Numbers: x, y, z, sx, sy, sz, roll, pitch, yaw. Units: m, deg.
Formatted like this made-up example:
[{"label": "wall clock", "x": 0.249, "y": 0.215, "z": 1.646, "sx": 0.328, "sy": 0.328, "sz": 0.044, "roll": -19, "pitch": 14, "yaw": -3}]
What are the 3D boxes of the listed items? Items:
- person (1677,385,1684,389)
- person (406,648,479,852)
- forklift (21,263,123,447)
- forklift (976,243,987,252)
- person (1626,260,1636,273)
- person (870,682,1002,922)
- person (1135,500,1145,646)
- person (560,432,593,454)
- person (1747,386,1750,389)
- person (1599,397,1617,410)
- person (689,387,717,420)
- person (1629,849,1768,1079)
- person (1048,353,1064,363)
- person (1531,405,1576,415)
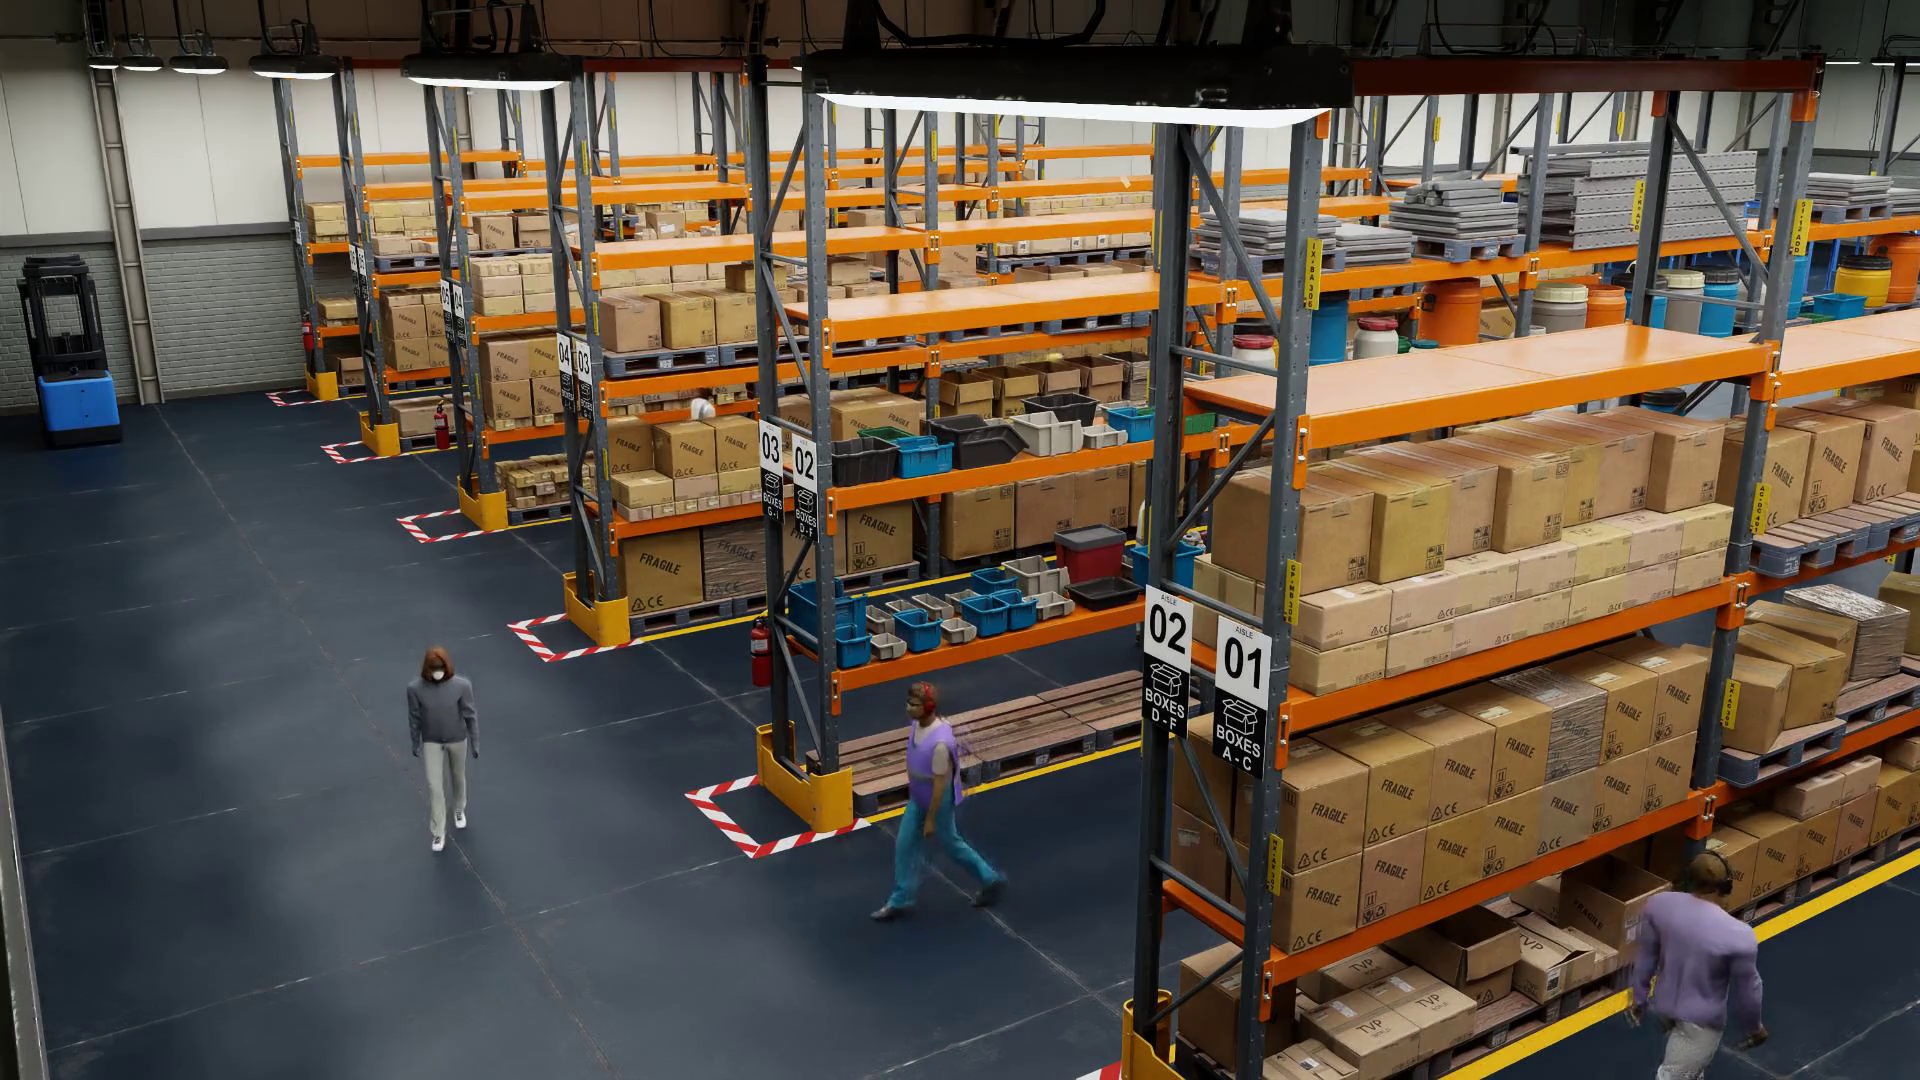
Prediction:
[{"label": "person", "x": 12.114, "y": -2.967, "z": 26.762, "sx": 0.611, "sy": 1.995, "sz": 0.380, "roll": 16, "pitch": 23, "yaw": 42}, {"label": "person", "x": -4.042, "y": 1.619, "z": 12.391, "sx": 0.519, "sy": 1.593, "sz": 0.804, "roll": -5, "pitch": 18, "yaw": -15}, {"label": "forklift", "x": -14.518, "y": -3.079, "z": 25.708, "sx": 1.129, "sy": 2.768, "sz": 1.873, "roll": -10, "pitch": 20, "yaw": -31}, {"label": "forklift", "x": 0.988, "y": -5.474, "z": 34.718, "sx": 1.214, "sy": 2.155, "sz": 2.313, "roll": -10, "pitch": 20, "yaw": -31}, {"label": "person", "x": 15.450, "y": -5.787, "z": 36.269, "sx": 0.429, "sy": 1.844, "sz": 0.624, "roll": 11, "pitch": 20, "yaw": 31}, {"label": "person", "x": -0.152, "y": 1.847, "z": 11.314, "sx": 0.953, "sy": 1.802, "sz": 0.563, "roll": -9, "pitch": 19, "yaw": -27}, {"label": "person", "x": 2.025, "y": 0.220, "z": 16.391, "sx": 0.404, "sy": 1.945, "sz": 0.615, "roll": -1, "pitch": 17, "yaw": -3}, {"label": "person", "x": -5.574, "y": -1.681, "z": 22.926, "sx": 0.964, "sy": 1.777, "sz": 0.597, "roll": -12, "pitch": 21, "yaw": -34}, {"label": "person", "x": 14.941, "y": -3.711, "z": 29.351, "sx": 0.405, "sy": 1.911, "sz": 0.636, "roll": -6, "pitch": 18, "yaw": -20}, {"label": "person", "x": 10.944, "y": -2.809, "z": 26.534, "sx": 0.523, "sy": 1.834, "sz": 0.916, "roll": 6, "pitch": 18, "yaw": 18}, {"label": "person", "x": -3.435, "y": -1.287, "z": 21.455, "sx": 0.406, "sy": 1.869, "sz": 0.572, "roll": -11, "pitch": 20, "yaw": -31}, {"label": "person", "x": 3.997, "y": 2.600, "z": 8.715, "sx": 1.047, "sy": 1.892, "sz": 0.638, "roll": -7, "pitch": 18, "yaw": -23}, {"label": "person", "x": 1.351, "y": -1.777, "z": 23.000, "sx": 0.440, "sy": 1.911, "sz": 0.589, "roll": -7, "pitch": 18, "yaw": -21}, {"label": "person", "x": 7.926, "y": -1.270, "z": 21.294, "sx": 0.372, "sy": 1.940, "sz": 0.631, "roll": -13, "pitch": 21, "yaw": -37}]
